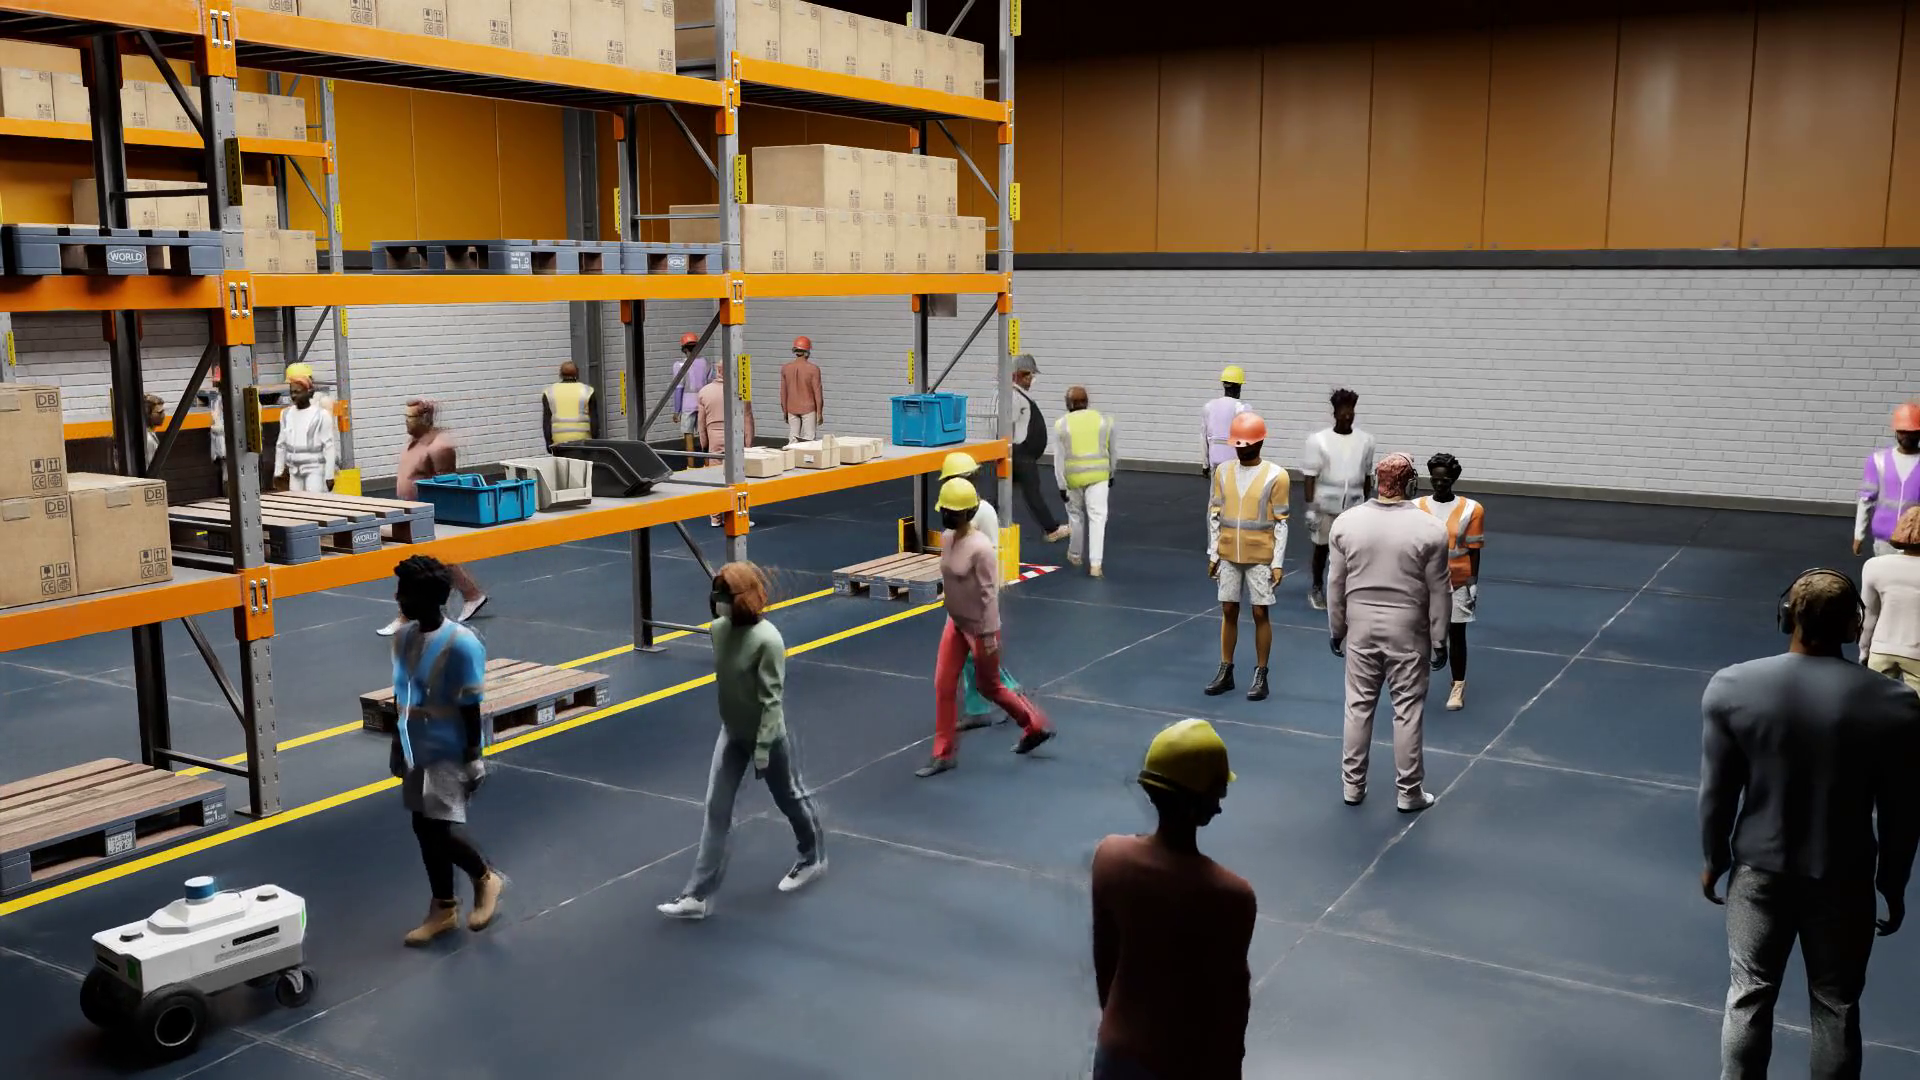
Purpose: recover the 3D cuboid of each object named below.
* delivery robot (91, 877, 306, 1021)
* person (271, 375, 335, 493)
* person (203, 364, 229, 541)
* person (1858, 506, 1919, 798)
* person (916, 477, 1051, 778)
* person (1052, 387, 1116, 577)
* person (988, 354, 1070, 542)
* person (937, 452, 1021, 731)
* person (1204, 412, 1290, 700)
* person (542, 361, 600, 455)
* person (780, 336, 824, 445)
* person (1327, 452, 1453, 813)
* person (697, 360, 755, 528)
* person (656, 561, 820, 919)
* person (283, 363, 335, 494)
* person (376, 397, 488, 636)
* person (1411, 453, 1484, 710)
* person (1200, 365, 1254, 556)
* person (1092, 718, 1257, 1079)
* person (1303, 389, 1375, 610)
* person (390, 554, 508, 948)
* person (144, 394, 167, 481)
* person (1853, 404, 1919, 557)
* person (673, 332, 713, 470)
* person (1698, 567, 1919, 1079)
[{"bbox_3d":[-2.856,1.517,6.283,0.477,0.478,0.707,8,12,40],"label":"delivery robot"},{"bbox_3d":[-6.295,-0.642,15.933,0.602,1.877,0.445,4,10,21],"label":"person"},{"bbox_3d":[-7.735,-0.953,17.793,0.549,1.905,0.947,5,10,28],"label":"person"},{"bbox_3d":[4.998,0.629,8.799,0.280,1.625,0.493,-7,11,-37],"label":"person"},{"bbox_3d":[0.127,0.472,9.483,0.798,1.720,0.558,-7,11,-36],"label":"person"},{"bbox_3d":[1.179,-0.560,15.773,0.627,1.781,1.005,0,9,-1],"label":"person"},{"bbox_3d":[0.699,-0.982,17.549,1.053,2.000,0.693,1,9,6],"label":"person"},{"bbox_3d":[0.072,0.323,10.318,0.391,1.740,0.543,-6,11,-31],"label":"person"},{"bbox_3d":[1.906,0.108,11.097,0.543,1.928,0.373,6,11,31],"label":"person"},{"bbox_3d":[-4.524,-1.179,19.470,0.623,1.818,0.713,0,9,-1],"label":"person"},{"bbox_3d":[-2.123,-1.752,22.493,0.622,1.993,0.382,4,10,22],"label":"person"},{"bbox_3d":[2.278,0.485,8.814,0.654,1.906,0.406,5,10,30],"label":"person"},{"bbox_3d":[-2.584,-1.078,18.565,0.654,1.906,0.406,3,9,16],"label":"person"},{"bbox_3d":[-0.944,0.874,7.399,0.508,1.573,0.925,8,12,40],"label":"person"},{"bbox_3d":[-6.830,-0.917,17.572,0.633,1.894,0.479,3,10,19],"label":"person"},{"bbox_3d":[-4.231,-0.216,13.292,0.965,1.869,0.647,-8,12,-41],"label":"person"},{"bbox_3d":[3.133,0.267,10.850,0.530,1.689,0.322,4,10,25],"label":"person"},{"bbox_3d":[2.691,-0.781,16.647,0.593,1.924,0.384,8,12,40],"label":"person"},{"bbox_3d":[0.509,1.306,4.272,0.535,1.718,0.934,9,13,43],"label":"person"},{"bbox_3d":[3.114,-0.300,13.725,0.612,1.911,1.044,0,9,-3],"label":"person"},{"bbox_3d":[-2.203,0.889,6.978,0.545,1.680,0.375,7,11,37],"label":"person"},{"bbox_3d":[-7.052,-0.344,14.297,0.765,1.822,0.529,-5,10,-28],"label":"person"},{"bbox_3d":[7.014,-0.075,12.407,0.557,1.896,1.014,7,12,38],"label":"person"},{"bbox_3d":[-3.660,-1.813,22.740,0.610,2.040,0.394,-7,12,-38],"label":"person"},{"bbox_3d":[2.648,1.042,5.239,0.630,1.940,0.373,5,10,29],"label":"person"}]
